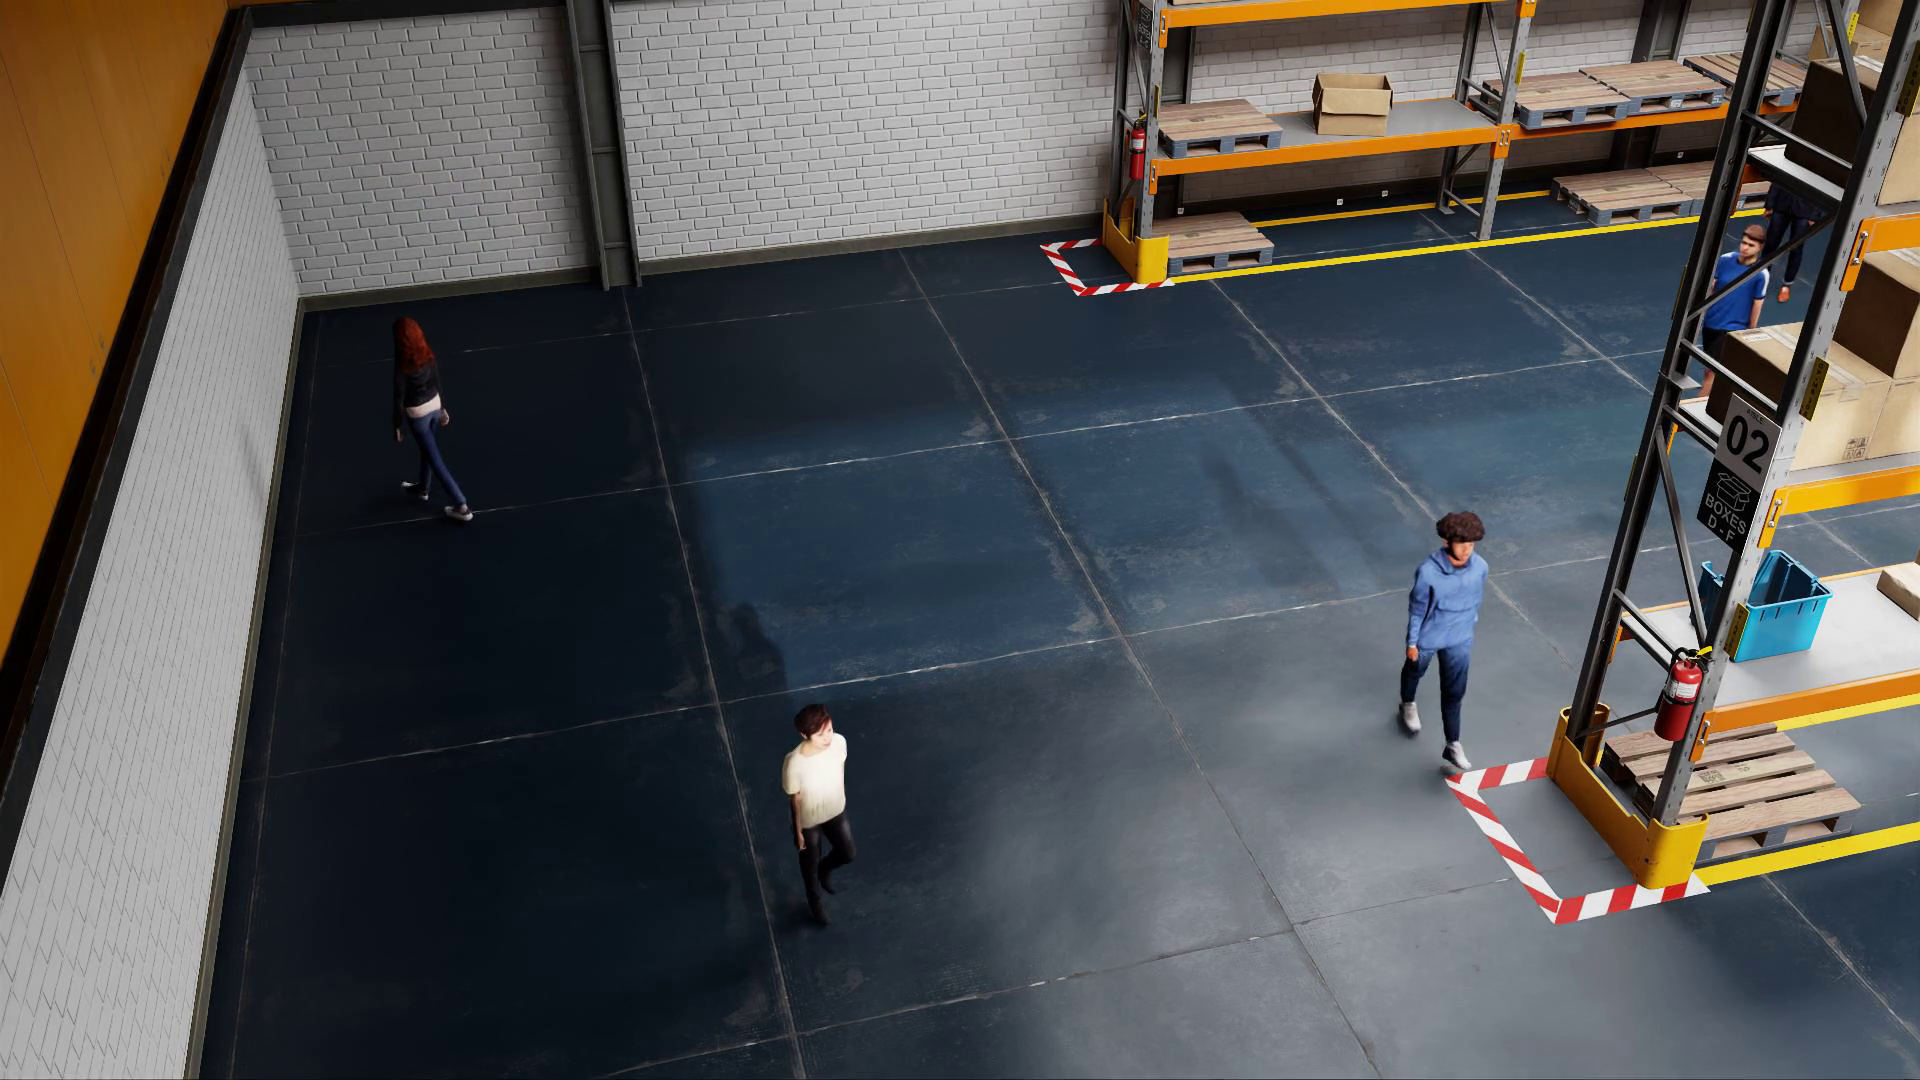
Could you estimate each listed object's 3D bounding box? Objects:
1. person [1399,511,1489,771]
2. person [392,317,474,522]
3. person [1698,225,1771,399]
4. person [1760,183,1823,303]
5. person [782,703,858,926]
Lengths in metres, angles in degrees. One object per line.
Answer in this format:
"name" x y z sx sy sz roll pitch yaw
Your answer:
"person" 3.127 0.548 10.929 1.029 1.782 0.850 -4 34 -6
"person" -4.182 -0.914 13.157 1.096 1.751 1.014 17 37 23
"person" 6.750 -1.899 14.568 1.303 1.830 0.948 -21 39 -29
"person" 8.391 -3.313 16.703 0.807 1.821 0.818 26 42 33
"person" -0.862 1.551 9.604 0.661 1.580 0.747 -21 39 -28
